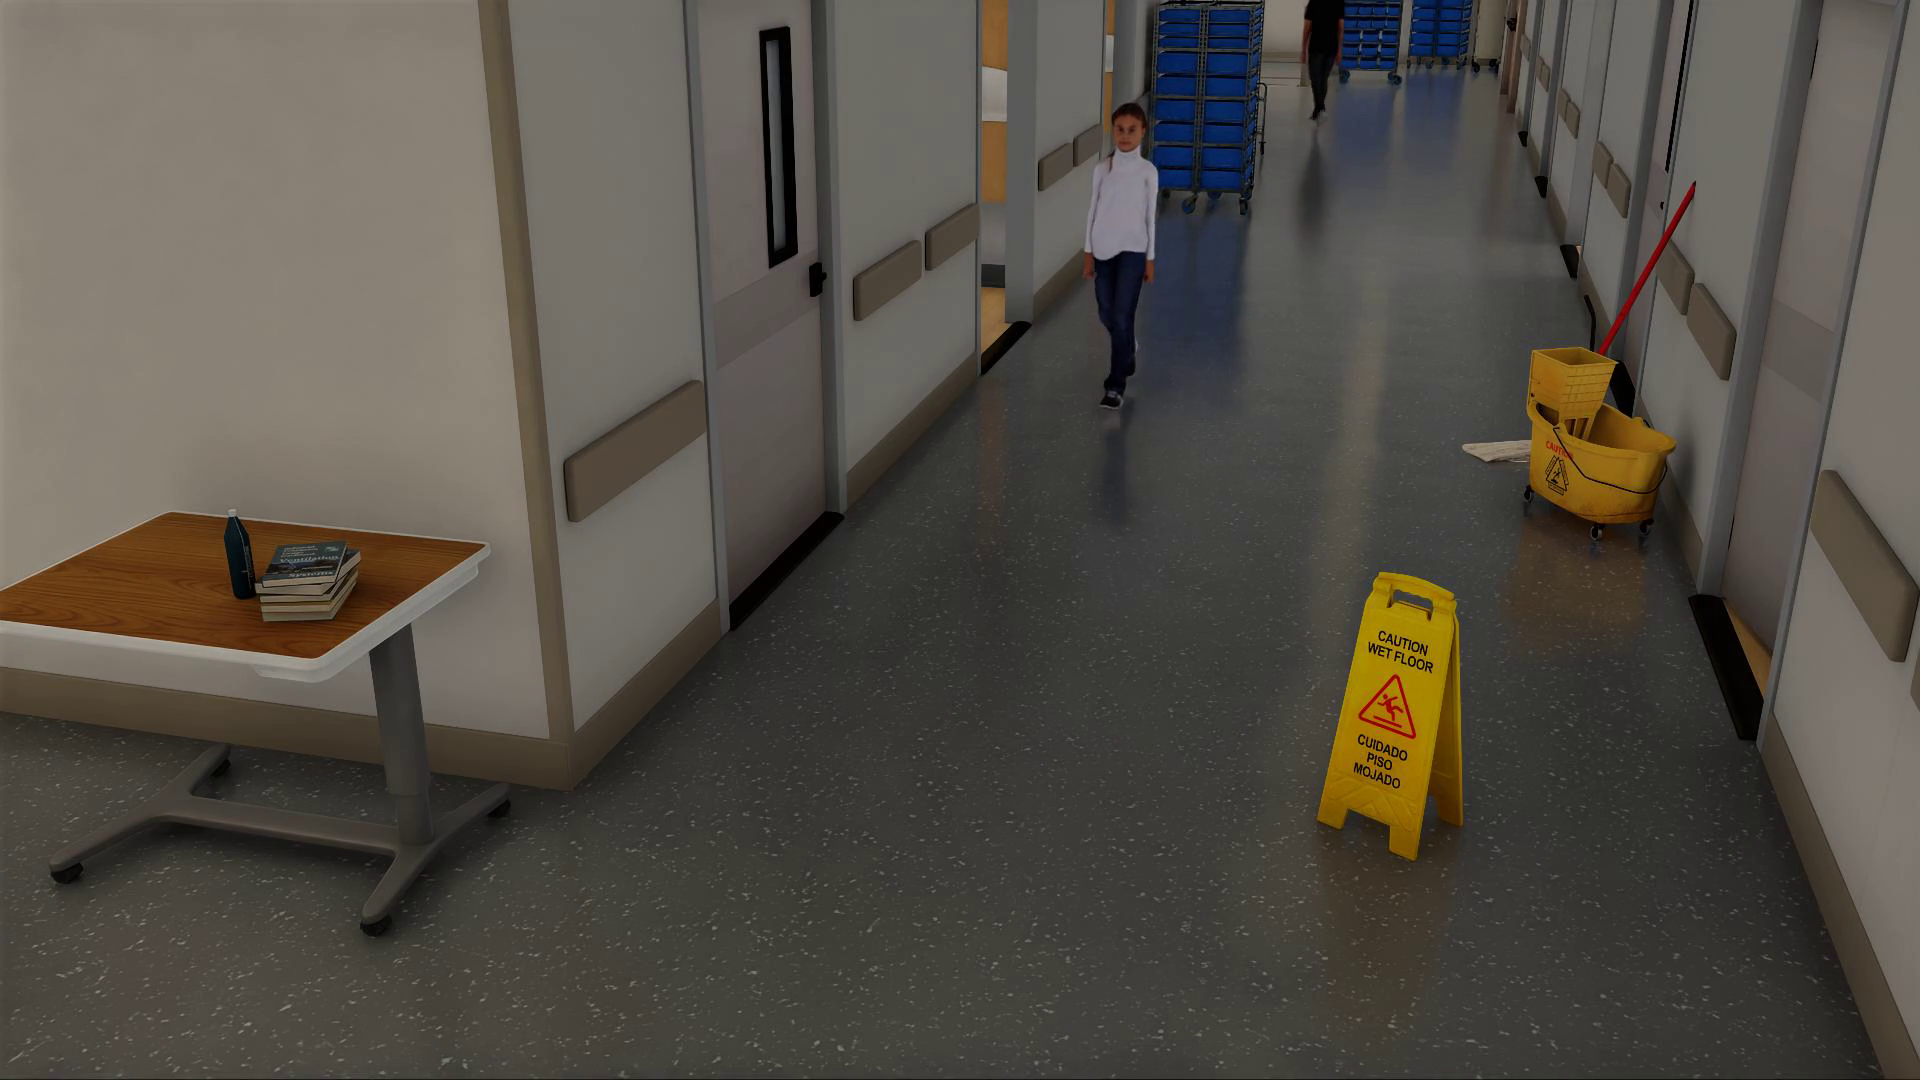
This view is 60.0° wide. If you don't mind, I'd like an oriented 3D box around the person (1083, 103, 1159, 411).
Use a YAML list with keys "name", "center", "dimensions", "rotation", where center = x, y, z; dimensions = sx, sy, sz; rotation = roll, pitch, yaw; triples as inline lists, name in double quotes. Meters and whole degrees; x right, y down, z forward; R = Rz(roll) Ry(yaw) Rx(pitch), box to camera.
- name: "person"
  center: [0.861, -1.502, 8.762]
  dimensions: [0.601, 1.530, 1.081]
  rotation: [8, 22, 20]

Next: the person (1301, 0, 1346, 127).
- name: "person"
  center: [4.345, -5.859, 19.869]
  dimensions: [0.864, 1.799, 1.175]
  rotation: [-1, 21, -3]
